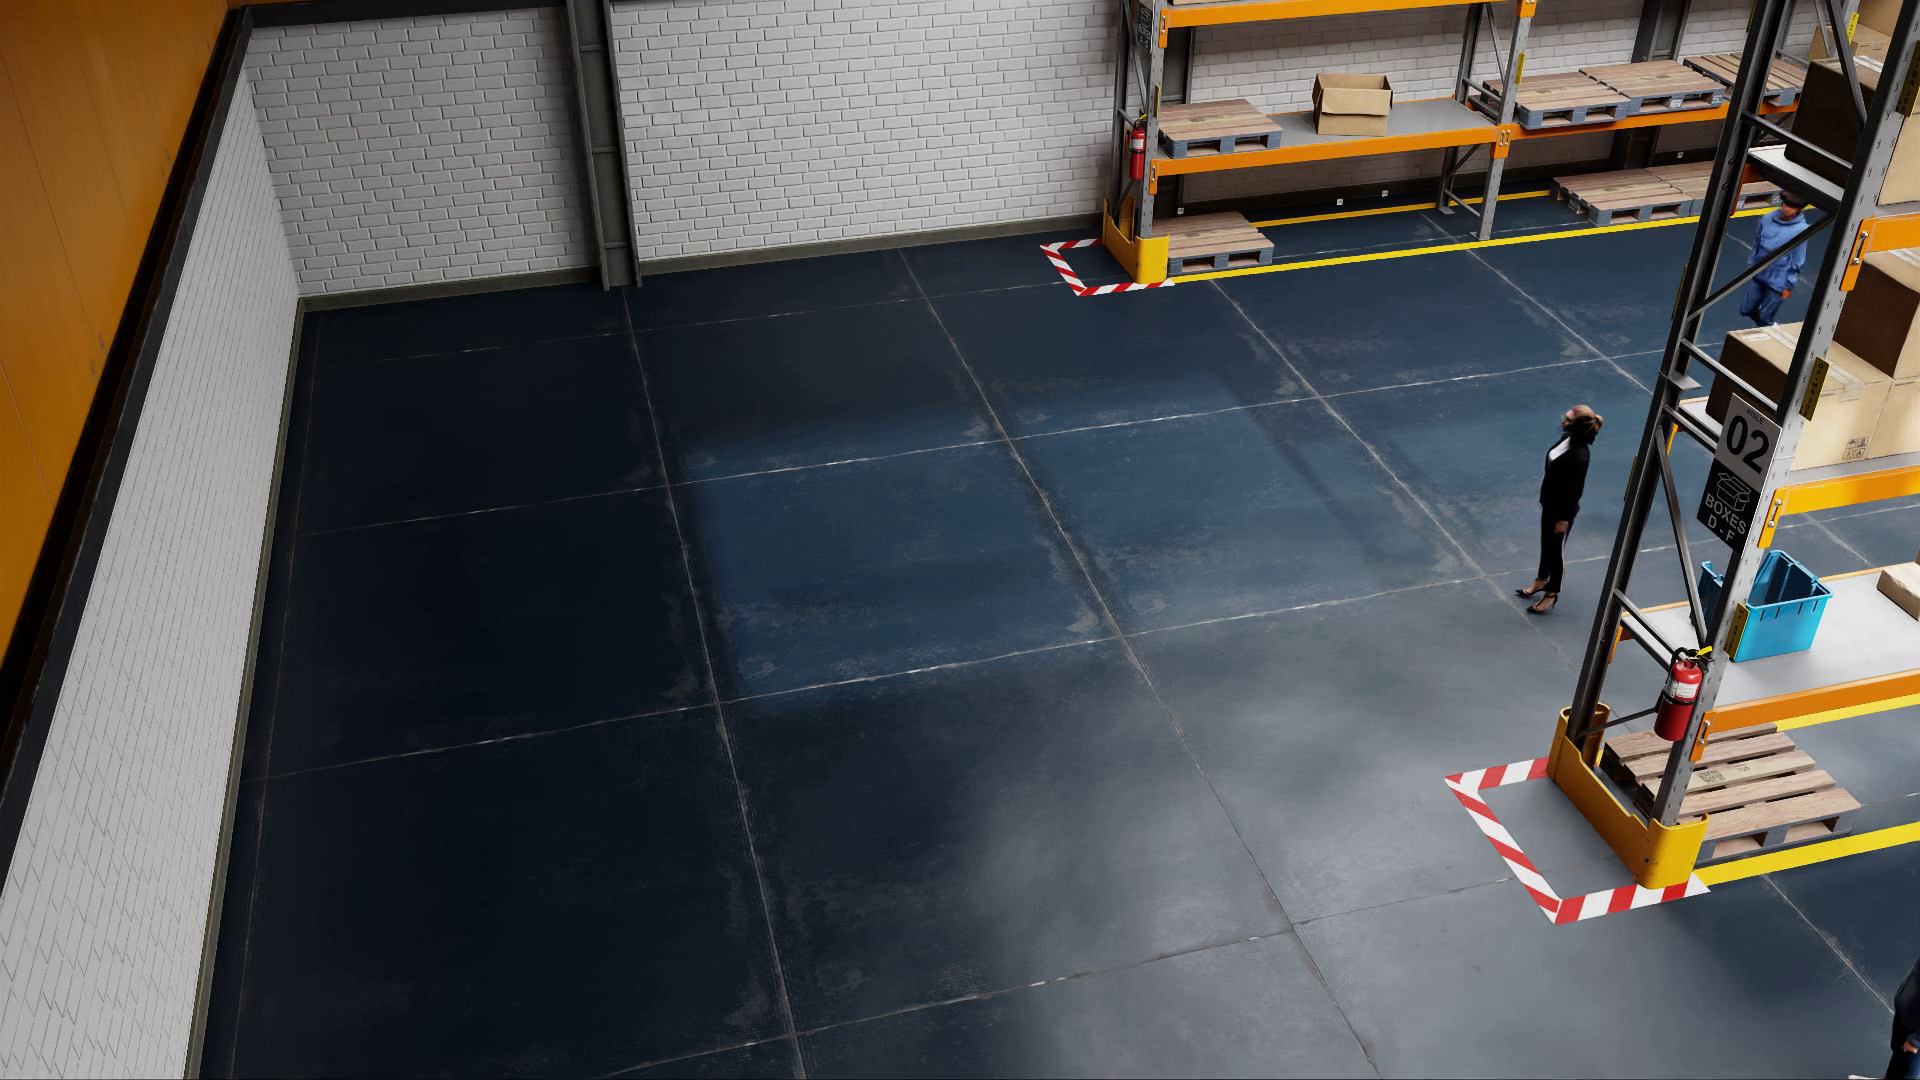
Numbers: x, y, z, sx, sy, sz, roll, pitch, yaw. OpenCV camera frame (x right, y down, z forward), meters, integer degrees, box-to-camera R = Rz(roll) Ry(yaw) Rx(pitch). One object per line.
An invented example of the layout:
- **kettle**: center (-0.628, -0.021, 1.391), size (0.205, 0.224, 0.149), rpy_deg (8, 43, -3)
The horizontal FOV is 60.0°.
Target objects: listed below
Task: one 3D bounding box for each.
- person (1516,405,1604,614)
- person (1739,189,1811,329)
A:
- **person**: center (4.392, -0.229, 12.166), size (0.620, 1.707, 0.661), rpy_deg (0, 34, -1)
- **person**: center (7.617, -2.488, 15.493), size (0.919, 1.786, 0.834), rpy_deg (-20, 39, -27)
